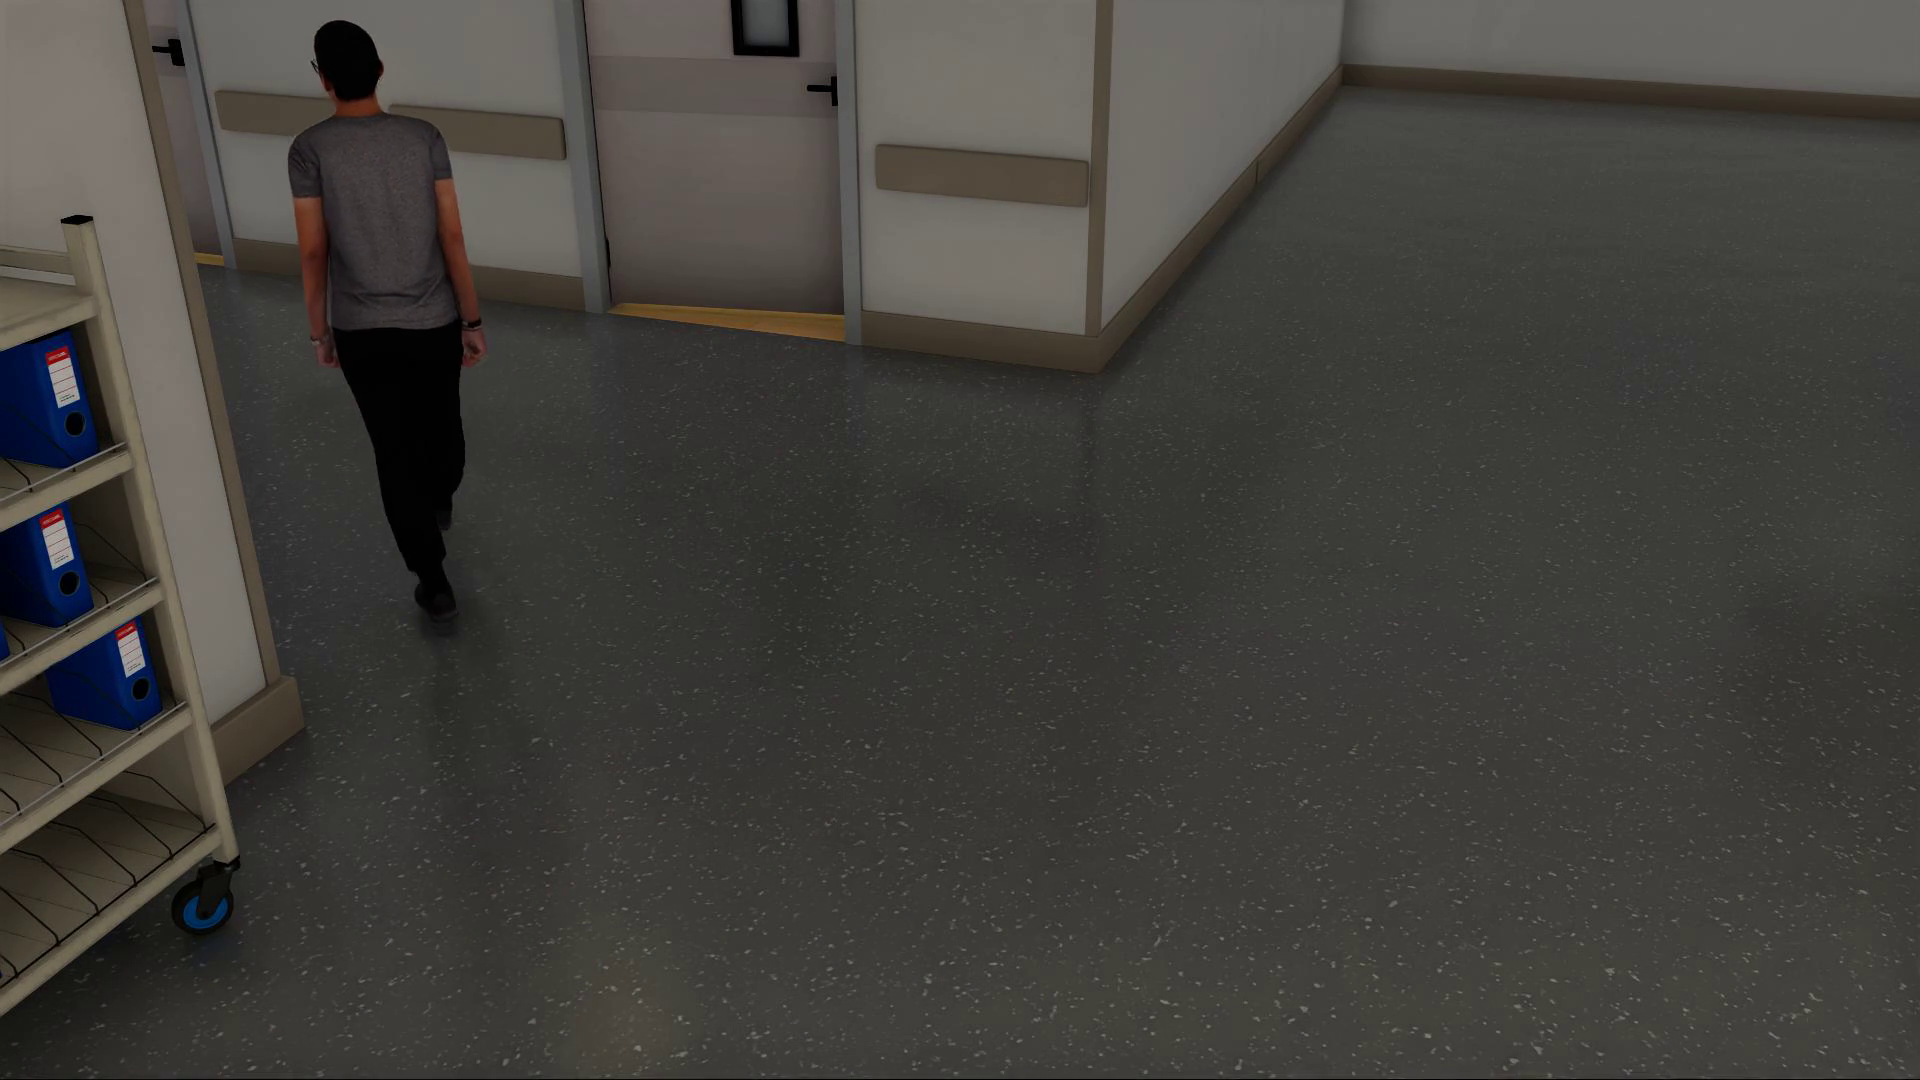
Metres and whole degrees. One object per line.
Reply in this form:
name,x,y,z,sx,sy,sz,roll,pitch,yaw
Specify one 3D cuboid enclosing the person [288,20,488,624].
person,-1.635,-0.583,4.871,1.141,1.705,1.147,-14,29,-26
